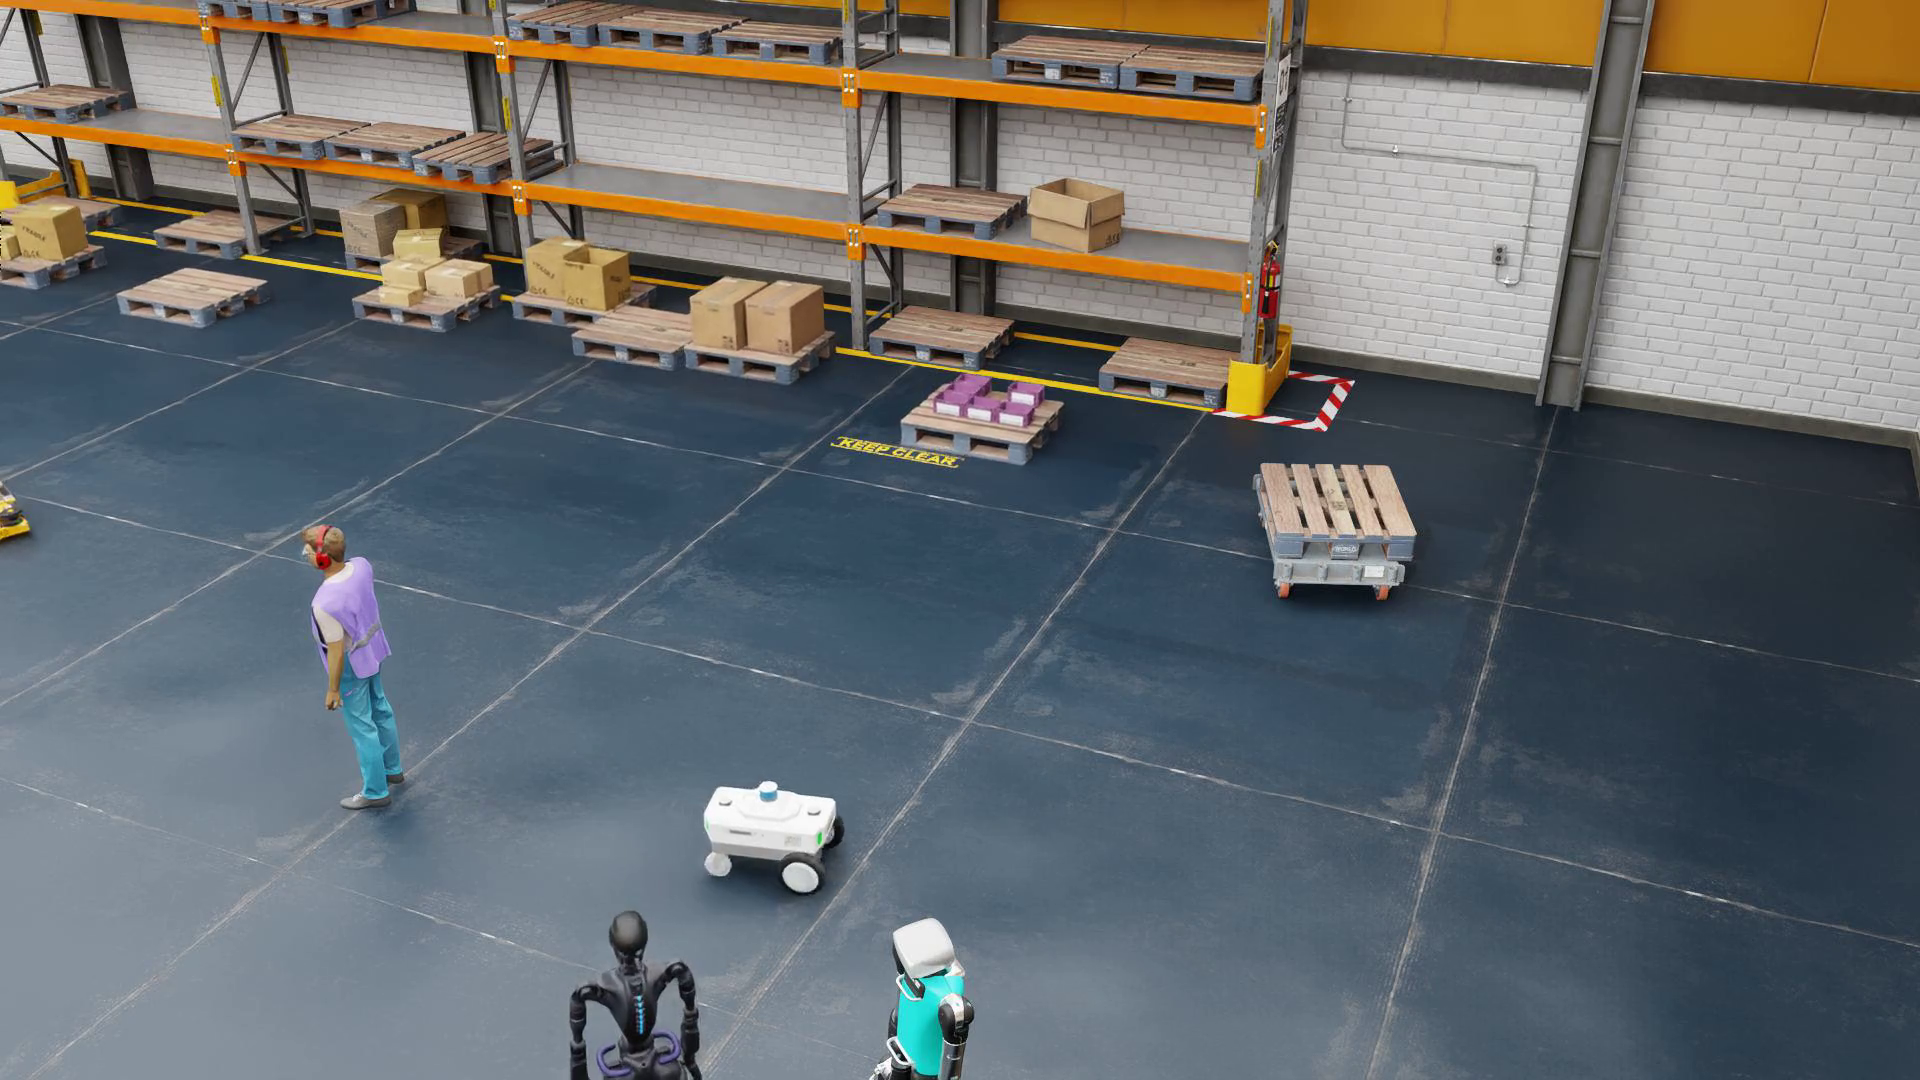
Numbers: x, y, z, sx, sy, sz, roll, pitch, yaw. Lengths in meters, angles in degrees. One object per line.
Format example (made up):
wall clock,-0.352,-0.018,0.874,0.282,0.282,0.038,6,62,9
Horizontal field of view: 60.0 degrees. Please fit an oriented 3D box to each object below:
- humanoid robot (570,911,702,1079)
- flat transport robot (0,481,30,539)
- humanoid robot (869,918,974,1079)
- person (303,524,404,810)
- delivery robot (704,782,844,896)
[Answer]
humanoid robot,-1.391,2.256,7.074,0.596,1.629,0.777,-12,30,-22
flat transport robot,-8.114,-0.292,13.497,0.659,0.231,1.431,-22,34,-35
humanoid robot,-0.328,2.315,6.695,0.735,1.677,0.533,-13,30,-23
person,-3.554,0.742,9.770,0.391,1.848,0.564,2,27,5
delivery robot,-1.051,1.653,9.433,0.809,0.611,0.499,5,28,9
